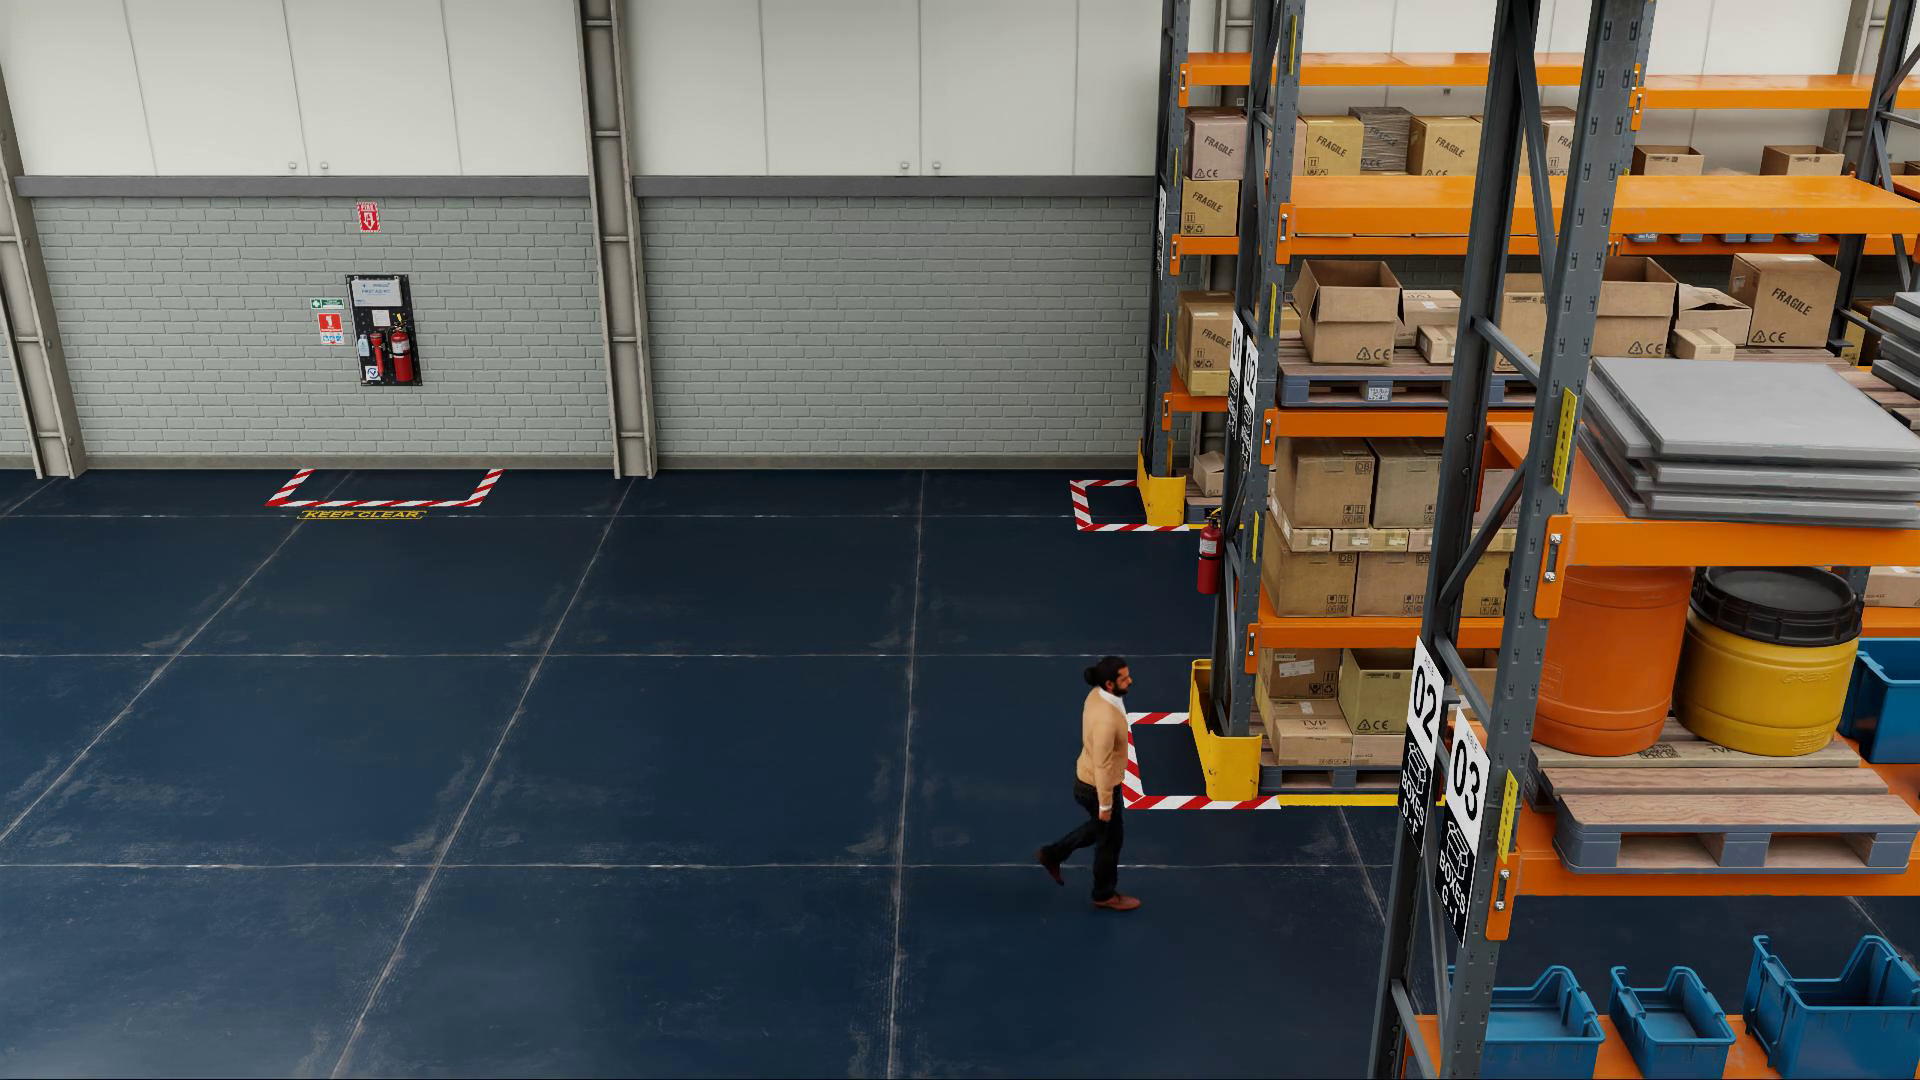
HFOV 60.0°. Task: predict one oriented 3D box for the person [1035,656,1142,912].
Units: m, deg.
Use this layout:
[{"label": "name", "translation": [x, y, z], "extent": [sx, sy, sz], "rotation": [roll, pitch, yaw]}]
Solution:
[{"label": "person", "translation": [0.778, 1.474, 10.058], "extent": [0.897, 1.738, 0.693], "rotation": [1, 23, 3]}]
